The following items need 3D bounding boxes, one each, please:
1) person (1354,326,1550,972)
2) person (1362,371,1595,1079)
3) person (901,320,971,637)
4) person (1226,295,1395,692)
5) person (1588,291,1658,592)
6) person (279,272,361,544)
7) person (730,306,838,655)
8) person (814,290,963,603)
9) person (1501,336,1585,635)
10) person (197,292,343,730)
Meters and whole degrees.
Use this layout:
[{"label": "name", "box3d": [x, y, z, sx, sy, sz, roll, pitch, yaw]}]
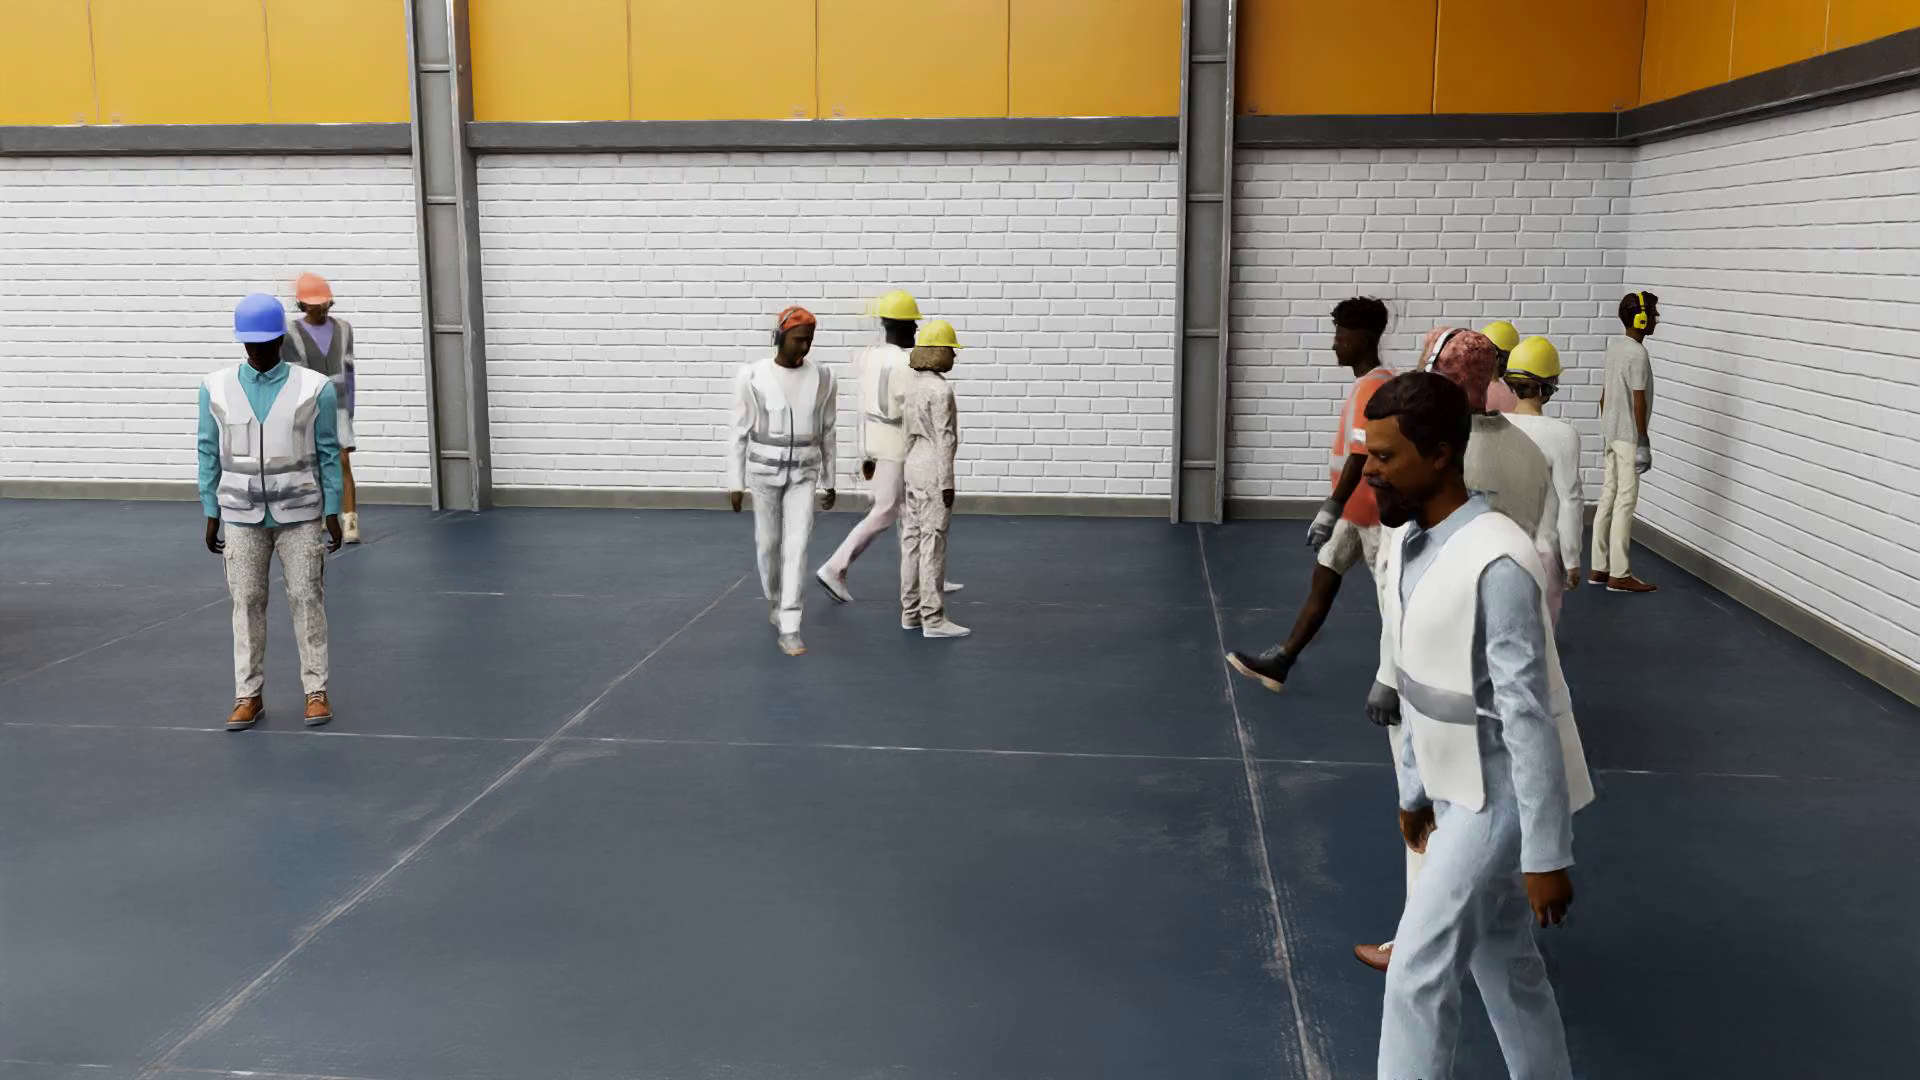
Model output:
[{"label": "person", "box3d": [1.412, 0.335, 4.878, 0.644, 1.907, 0.400, -8, 13, -38]}, {"label": "person", "box3d": [1.040, 0.576, 3.617, 0.818, 1.867, 0.615, 0, 10, 1]}, {"label": "person", "box3d": [-0.145, -0.339, 9.214, 0.314, 1.741, 0.487, -5, 11, -26]}, {"label": "person", "box3d": [1.779, -0.162, 7.689, 1.024, 1.907, 0.620, 1, 10, 7]}, {"label": "person", "box3d": [4.185, -0.615, 10.419, 0.330, 1.874, 0.518, -1, 10, -3]}, {"label": "person", "box3d": [-4.703, -0.969, 12.179, 0.621, 1.985, 0.881, -9, 14, -43]}, {"label": "person", "box3d": [-0.969, -0.355, 9.063, 0.602, 1.845, 0.904, -3, 10, -16]}, {"label": "person", "box3d": [-0.448, -0.564, 10.088, 0.936, 1.898, 0.591, -3, 10, -18]}, {"label": "person", "box3d": [2.364, 0.041, 6.958, 0.304, 1.772, 0.525, -7, 12, -36]}, {"label": "person", "box3d": [-3.061, -0.124, 7.408, 0.604, 1.941, 0.400, -2, 10, -13]}]
